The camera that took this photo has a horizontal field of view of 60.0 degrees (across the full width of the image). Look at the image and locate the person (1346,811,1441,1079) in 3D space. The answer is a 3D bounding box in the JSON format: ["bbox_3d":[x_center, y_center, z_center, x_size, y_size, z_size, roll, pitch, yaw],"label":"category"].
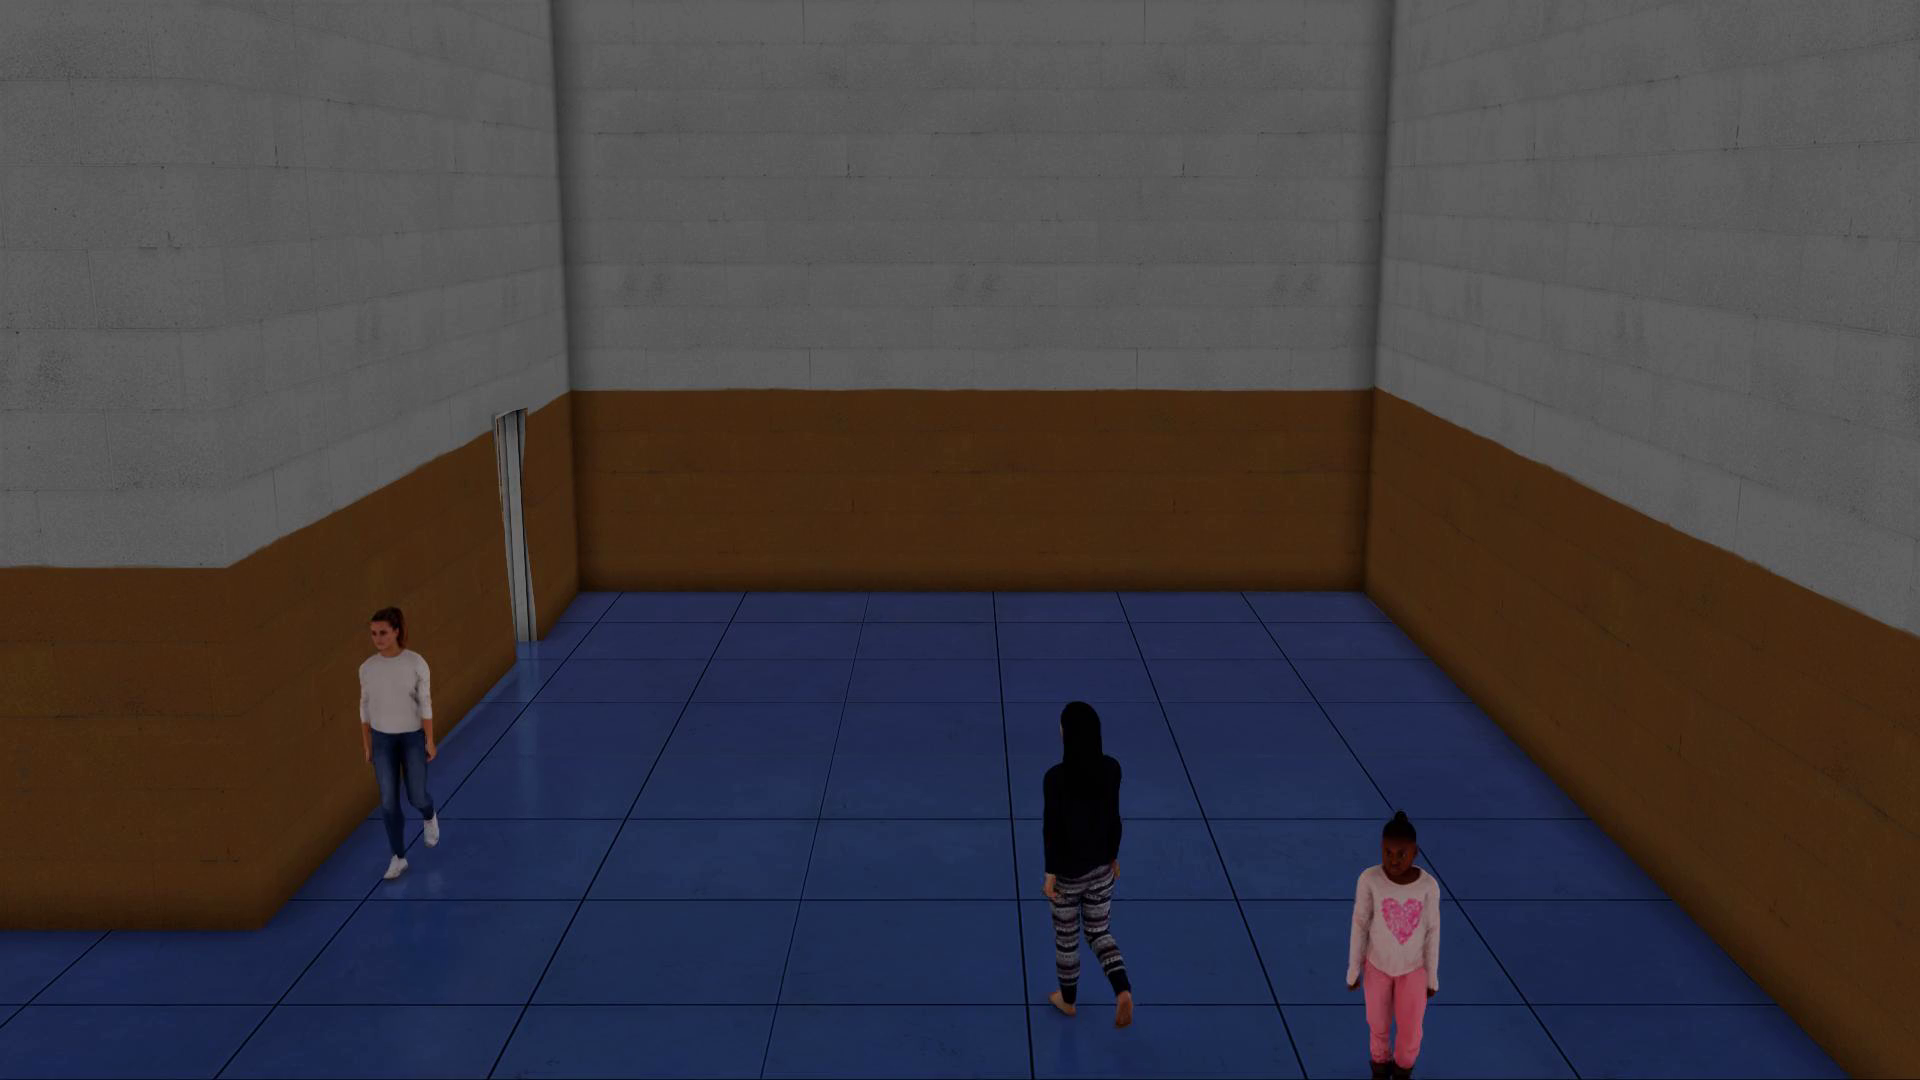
[{"bbox_3d":[2.048,1.957,7.812,0.581,1.436,0.696,4,13,19],"label":"person"}]

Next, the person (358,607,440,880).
[{"bbox_3d":[-3.504,1.255,10.490,0.715,1.706,0.668,0,12,1],"label":"person"}]

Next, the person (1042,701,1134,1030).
[{"bbox_3d":[0.659,1.676,8.455,0.944,1.721,0.896,-6,13,-25],"label":"person"}]
